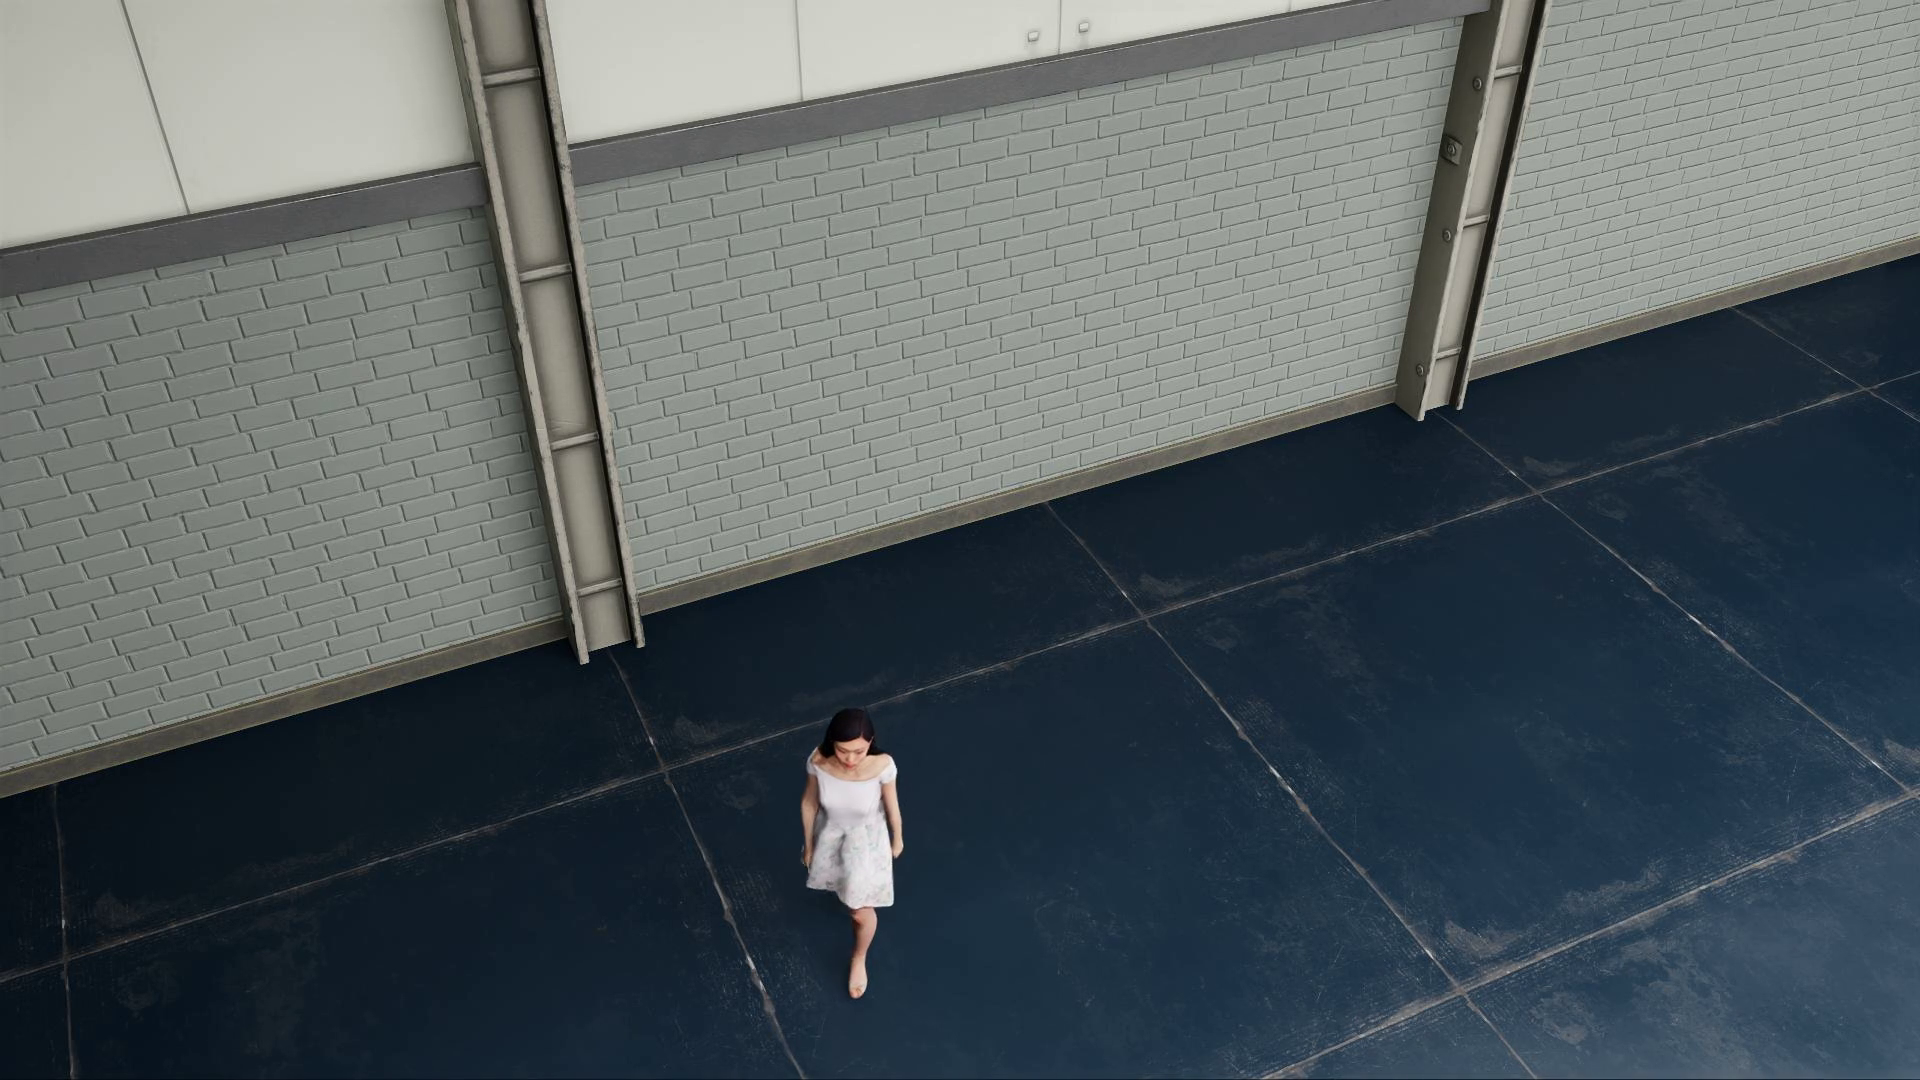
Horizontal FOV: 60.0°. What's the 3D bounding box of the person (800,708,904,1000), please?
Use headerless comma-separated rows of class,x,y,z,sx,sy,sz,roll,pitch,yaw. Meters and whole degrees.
person,-0.486,1.341,7.496,0.975,1.741,0.991,9,39,11
